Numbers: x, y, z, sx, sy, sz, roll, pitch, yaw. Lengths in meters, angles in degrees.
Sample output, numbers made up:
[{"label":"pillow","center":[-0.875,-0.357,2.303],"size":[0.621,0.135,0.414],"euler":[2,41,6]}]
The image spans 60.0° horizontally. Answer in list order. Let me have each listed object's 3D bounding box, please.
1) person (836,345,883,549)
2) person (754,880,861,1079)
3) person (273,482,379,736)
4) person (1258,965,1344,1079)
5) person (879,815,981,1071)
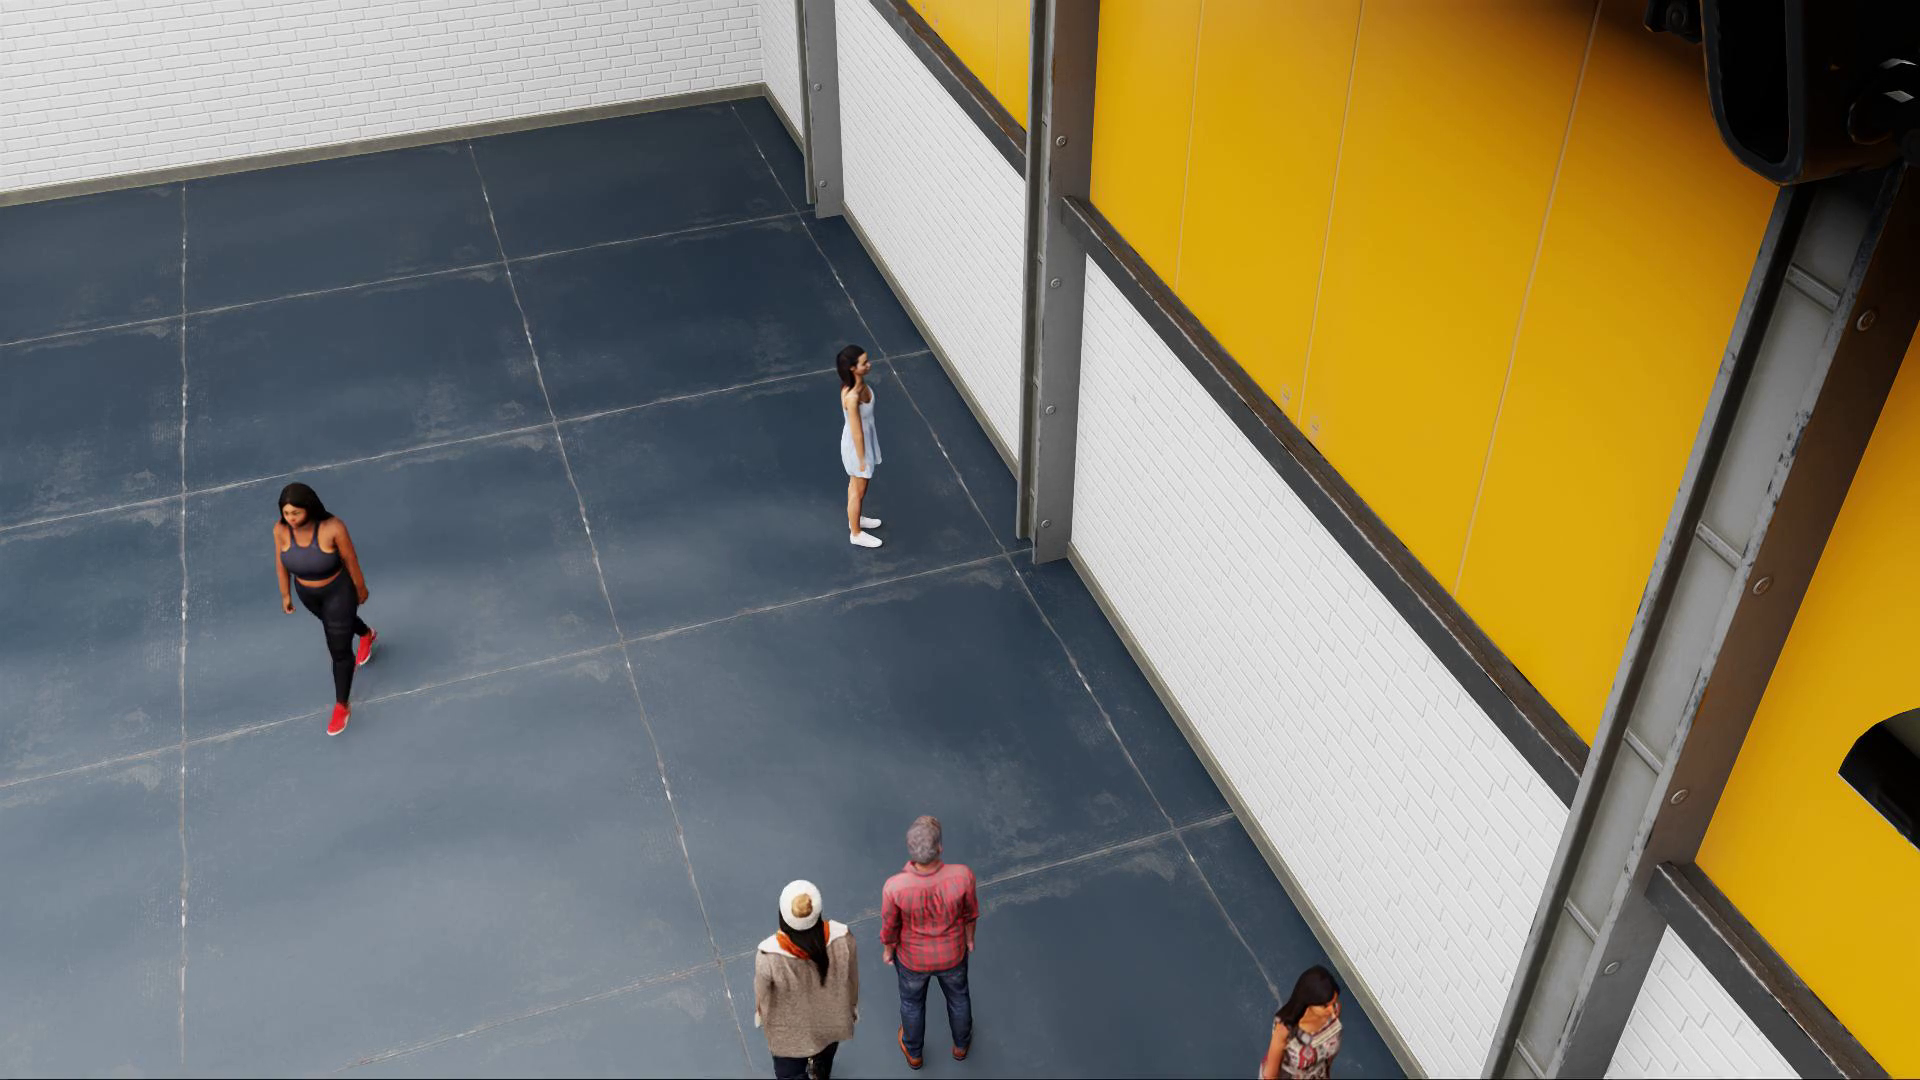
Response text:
[{"label":"person","center":[-0.773,-0.726,12.565],"size":[0.711,1.731,0.574],"euler":[-1,39,-1]},{"label":"person","center":[-0.770,2.453,8.475],"size":[0.723,1.868,1.064],"euler":[-15,41,-18]},{"label":"person","center":[-4.253,0.304,11.246],"size":[1.046,1.766,1.337],"euler":[3,39,4]},{"label":"person","center":[1.685,2.681,8.369],"size":[0.683,1.643,0.581],"euler":[-18,42,-21]},{"label":"person","center":[-0.153,2.164,8.866],"size":[0.726,1.831,0.619],"euler":[-5,39,-7]}]
